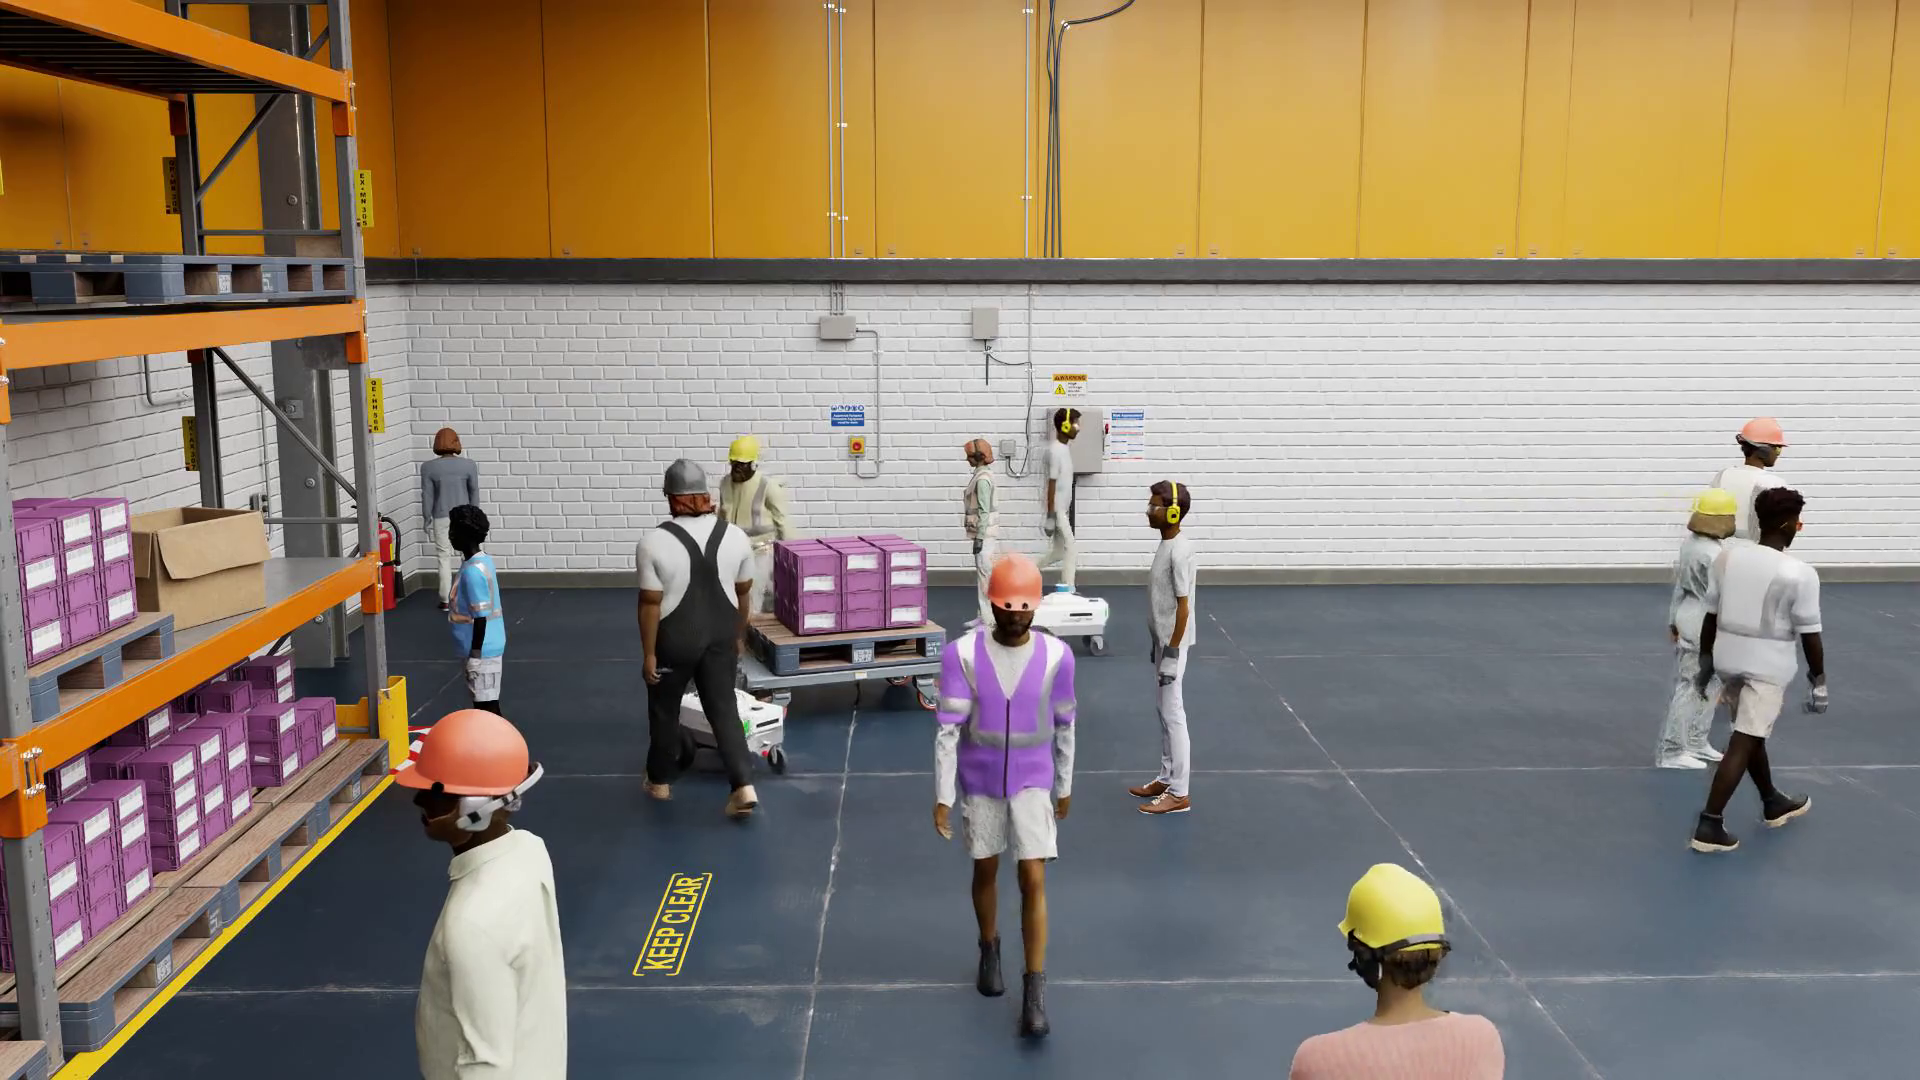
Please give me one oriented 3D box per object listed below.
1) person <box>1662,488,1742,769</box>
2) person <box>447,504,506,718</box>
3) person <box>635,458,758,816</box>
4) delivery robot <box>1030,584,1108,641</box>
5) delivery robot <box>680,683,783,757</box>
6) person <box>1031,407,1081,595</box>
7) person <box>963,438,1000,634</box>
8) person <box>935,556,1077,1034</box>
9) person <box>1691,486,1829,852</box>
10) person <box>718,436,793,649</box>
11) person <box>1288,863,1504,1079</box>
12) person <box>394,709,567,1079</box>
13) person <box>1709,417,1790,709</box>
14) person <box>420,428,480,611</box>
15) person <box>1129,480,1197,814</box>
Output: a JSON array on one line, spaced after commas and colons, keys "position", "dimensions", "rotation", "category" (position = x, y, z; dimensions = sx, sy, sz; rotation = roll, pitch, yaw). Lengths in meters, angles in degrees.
[{"position": [4.535, 0.543, 10.029], "dimensions": [0.568, 1.723, 0.519], "rotation": [0, 9, 3], "category": "person"}, {"position": [-2.779, 0.636, 9.578], "dimensions": [0.317, 1.694, 0.540], "rotation": [-2, 9, -13], "category": "person"}, {"position": [-1.457, 0.515, 9.266], "dimensions": [0.692, 2.000, 0.991], "rotation": [-6, 11, -31], "category": "person"}, {"position": [0.801, 0.587, 13.085], "dimensions": [0.707, 0.478, 0.477], "rotation": [-1, 9, -7], "category": "delivery robot"}, {"position": [-1.398, 1.078, 10.062], "dimensions": [0.707, 0.478, 0.477], "rotation": [8, 13, 40], "category": "delivery robot"}, {"position": [0.804, -0.259, 14.646], "dimensions": [0.754, 1.838, 0.533], "rotation": [1, 9, 8], "category": "person"}, {"position": [0.178, -0.032, 13.851], "dimensions": [0.310, 1.640, 0.514], "rotation": [0, 9, 1], "category": "person"}, {"position": [0.187, 1.008, 6.686], "dimensions": [0.569, 1.898, 0.885], "rotation": [0, 9, 1], "category": "person"}, {"position": [4.232, 0.666, 8.749], "dimensions": [1.018, 1.909, 0.636], "rotation": [-4, 10, -25], "category": "person"}, {"position": [-1.583, 0.040, 13.035], "dimensions": [0.622, 1.774, 0.983], "rotation": [7, 11, 36], "category": "person"}, {"position": [0.899, 1.572, 3.740], "dimensions": [0.543, 1.735, 0.811], "rotation": [-4, 10, -24], "category": "person"}, {"position": [-1.142, 1.384, 4.072], "dimensions": [0.374, 1.997, 0.614], "rotation": [-1, 9, -5], "category": "person"}, {"position": [5.363, 0.181, 11.311], "dimensions": [0.393, 2.040, 0.611], "rotation": [-3, 10, -20], "category": "person"}, {"position": [-4.523, -0.184, 14.797], "dimensions": [0.498, 1.633, 0.284], "rotation": [-4, 10, -21], "category": "person"}, {"position": [1.147, 0.592, 9.307], "dimensions": [0.328, 1.876, 0.513], "rotation": [0, 9, -2], "category": "person"}]
